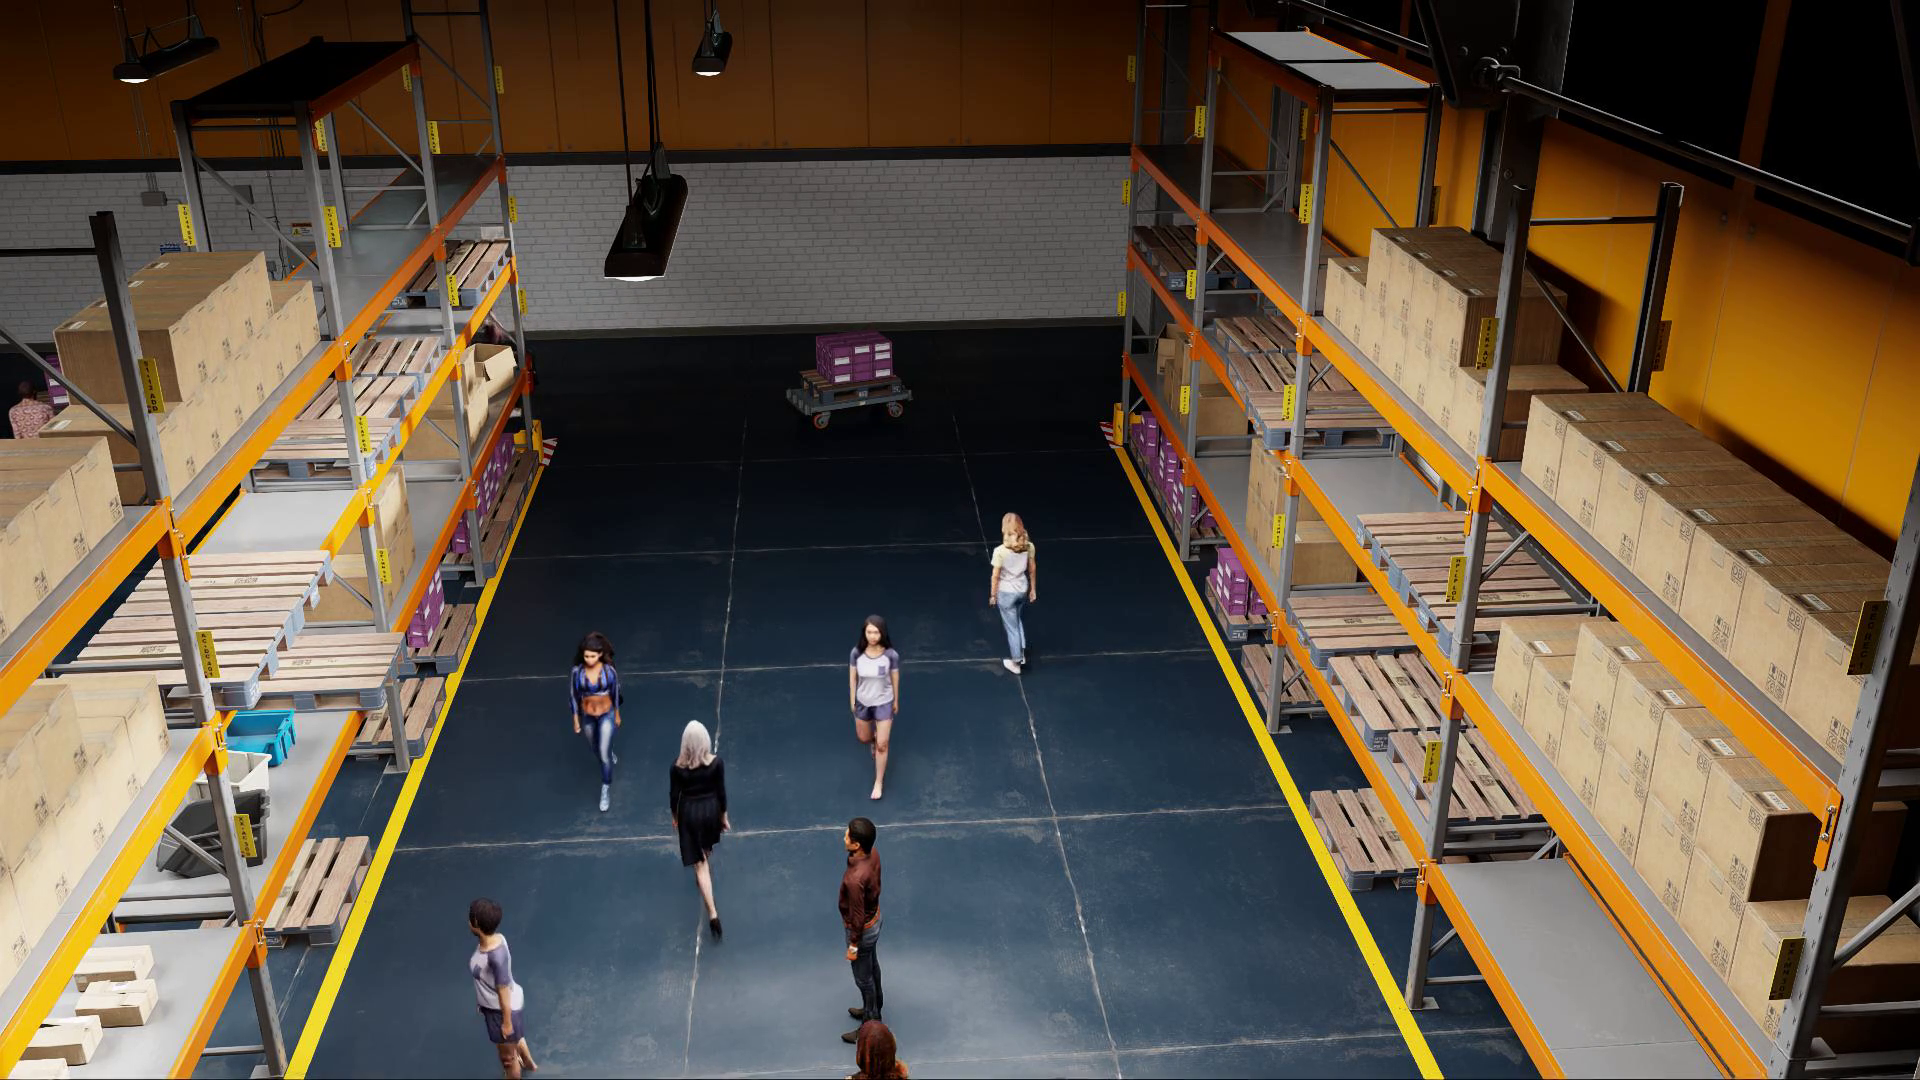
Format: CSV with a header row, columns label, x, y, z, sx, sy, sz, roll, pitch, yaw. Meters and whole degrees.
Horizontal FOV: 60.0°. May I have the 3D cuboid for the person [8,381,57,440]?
label,x,y,z,sx,sy,sz,roll,pitch,yaw
person,-11.139,-1.062,20.182,0.738,1.808,0.677,-8,25,-17

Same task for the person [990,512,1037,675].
label,x,y,z,sx,sy,sz,roll,pitch,yaw
person,0.583,0.574,16.560,0.730,1.712,0.755,-15,28,-31

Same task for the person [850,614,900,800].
label,x,y,z,sx,sy,sz,roll,pitch,yaw
person,-0.734,1.399,14.696,0.728,1.692,0.984,3,24,6

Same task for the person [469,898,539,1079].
label,x,y,z,sx,sy,sz,roll,pitch,yaw
person,-3.028,3.098,10.997,0.858,1.543,0.716,-22,32,-40

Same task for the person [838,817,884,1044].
label,x,y,z,sx,sy,sz,roll,pitch,yaw
person,-0.669,2.707,11.594,0.759,1.781,0.547,3,24,8

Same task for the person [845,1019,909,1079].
label,x,y,z,sx,sy,sz,roll,pitch,yaw
person,-0.447,3.599,9.534,0.933,1.796,1.200,-15,28,-30

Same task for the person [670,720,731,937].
label,x,y,z,sx,sy,sz,roll,pitch,yaw
person,-1.989,2.234,12.788,0.746,1.692,1.187,-7,25,-16

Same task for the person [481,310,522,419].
label,x,y,z,sx,sy,sz,roll,pitch,yaw
person,-6.459,-2.487,23.628,0.899,1.659,0.905,-9,25,-21

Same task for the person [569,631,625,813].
label,x,y,z,sx,sy,sz,roll,pitch,yaw
person,-3.153,1.528,14.529,0.625,1.590,0.988,-2,24,-4
